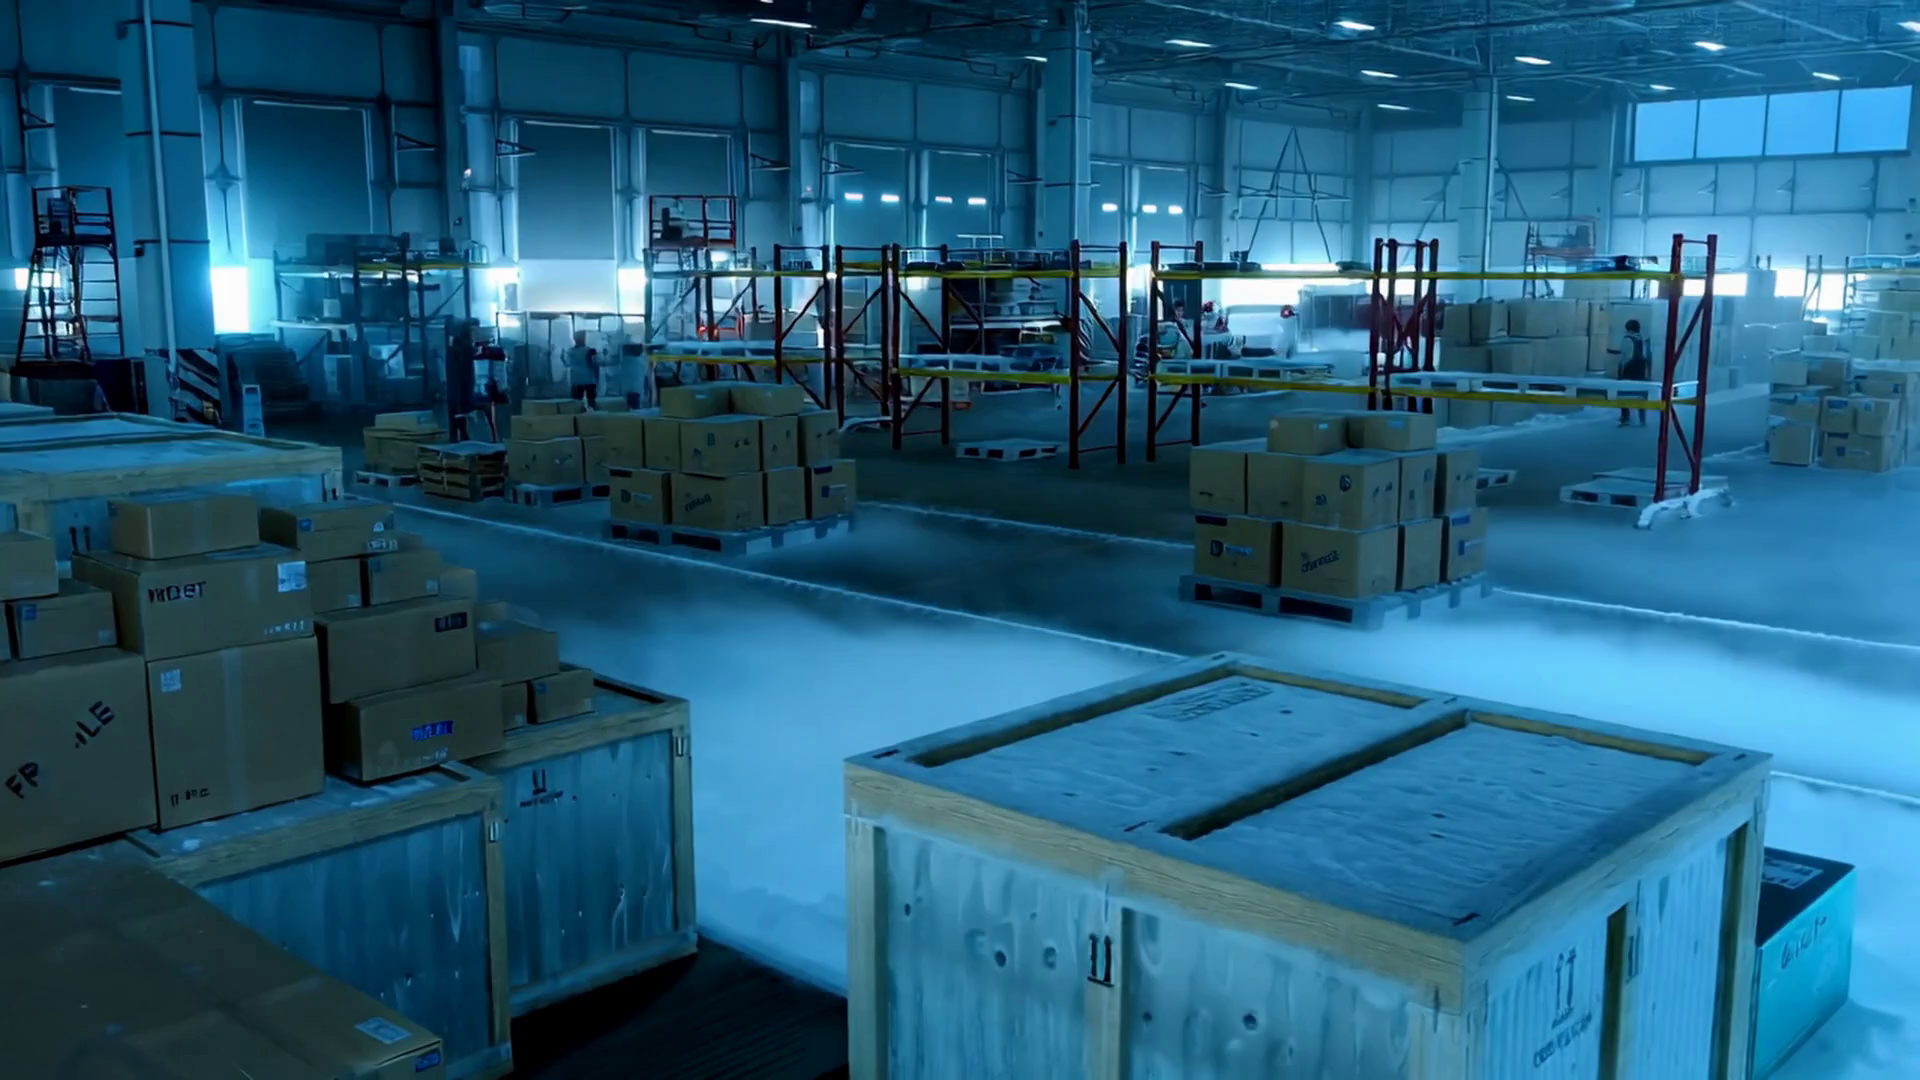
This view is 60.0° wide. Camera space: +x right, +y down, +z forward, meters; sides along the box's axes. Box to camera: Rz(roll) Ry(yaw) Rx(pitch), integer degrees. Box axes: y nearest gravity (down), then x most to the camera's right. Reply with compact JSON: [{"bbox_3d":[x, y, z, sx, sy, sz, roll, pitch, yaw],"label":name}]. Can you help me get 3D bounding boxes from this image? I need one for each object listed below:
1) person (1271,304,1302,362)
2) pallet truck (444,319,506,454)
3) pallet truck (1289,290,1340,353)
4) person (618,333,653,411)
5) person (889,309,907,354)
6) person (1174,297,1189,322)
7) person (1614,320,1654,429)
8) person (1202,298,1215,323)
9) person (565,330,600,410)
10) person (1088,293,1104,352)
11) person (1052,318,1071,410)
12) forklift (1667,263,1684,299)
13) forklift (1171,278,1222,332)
[{"bbox_3d":[7.267,-4.319,37.072,0.650,1.883,1.029,-2,10,-15],"label":"person"},{"bbox_3d":[-6.981,-1.942,22.150,1.885,1.965,0.823,1,9,9],"label":"pallet truck"},{"bbox_3d":[11.297,-6.951,52.861,1.885,1.965,0.823,-5,11,-29],"label":"pallet truck"},{"bbox_3d":[-4.755,-2.127,24.089,0.819,1.742,0.540,7,11,35],"label":"person"},{"bbox_3d":[-1.616,-5.219,43.390,0.546,1.624,0.369,6,11,31],"label":"person"},{"bbox_3d":[6.157,-5.866,46.562,0.355,1.883,0.574,8,12,41],"label":"person"},{"bbox_3d":[11.277,-2.753,27.730,0.599,1.813,0.361,2,9,11],"label":"person"},{"bbox_3d":[6.473,-5.323,43.221,1.006,1.900,0.639,1,9,6],"label":"person"},{"bbox_3d":[-5.996,-2.494,26.454,0.535,1.699,0.318,-2,9,-11],"label":"person"},{"bbox_3d":[4.181,-6.650,51.247,0.546,1.927,0.390,-4,10,-21],"label":"person"},{"bbox_3d":[1.986,-3.318,31.392,0.485,1.736,0.321,0,9,1],"label":"person"},{"bbox_3d":[19.350,-6.114,45.032,1.873,2.768,1.129,3,10,17],"label":"forklift"},{"bbox_3d":[6.378,-6.423,46.927,1.873,2.768,1.129,9,13,43],"label":"forklift"}]
